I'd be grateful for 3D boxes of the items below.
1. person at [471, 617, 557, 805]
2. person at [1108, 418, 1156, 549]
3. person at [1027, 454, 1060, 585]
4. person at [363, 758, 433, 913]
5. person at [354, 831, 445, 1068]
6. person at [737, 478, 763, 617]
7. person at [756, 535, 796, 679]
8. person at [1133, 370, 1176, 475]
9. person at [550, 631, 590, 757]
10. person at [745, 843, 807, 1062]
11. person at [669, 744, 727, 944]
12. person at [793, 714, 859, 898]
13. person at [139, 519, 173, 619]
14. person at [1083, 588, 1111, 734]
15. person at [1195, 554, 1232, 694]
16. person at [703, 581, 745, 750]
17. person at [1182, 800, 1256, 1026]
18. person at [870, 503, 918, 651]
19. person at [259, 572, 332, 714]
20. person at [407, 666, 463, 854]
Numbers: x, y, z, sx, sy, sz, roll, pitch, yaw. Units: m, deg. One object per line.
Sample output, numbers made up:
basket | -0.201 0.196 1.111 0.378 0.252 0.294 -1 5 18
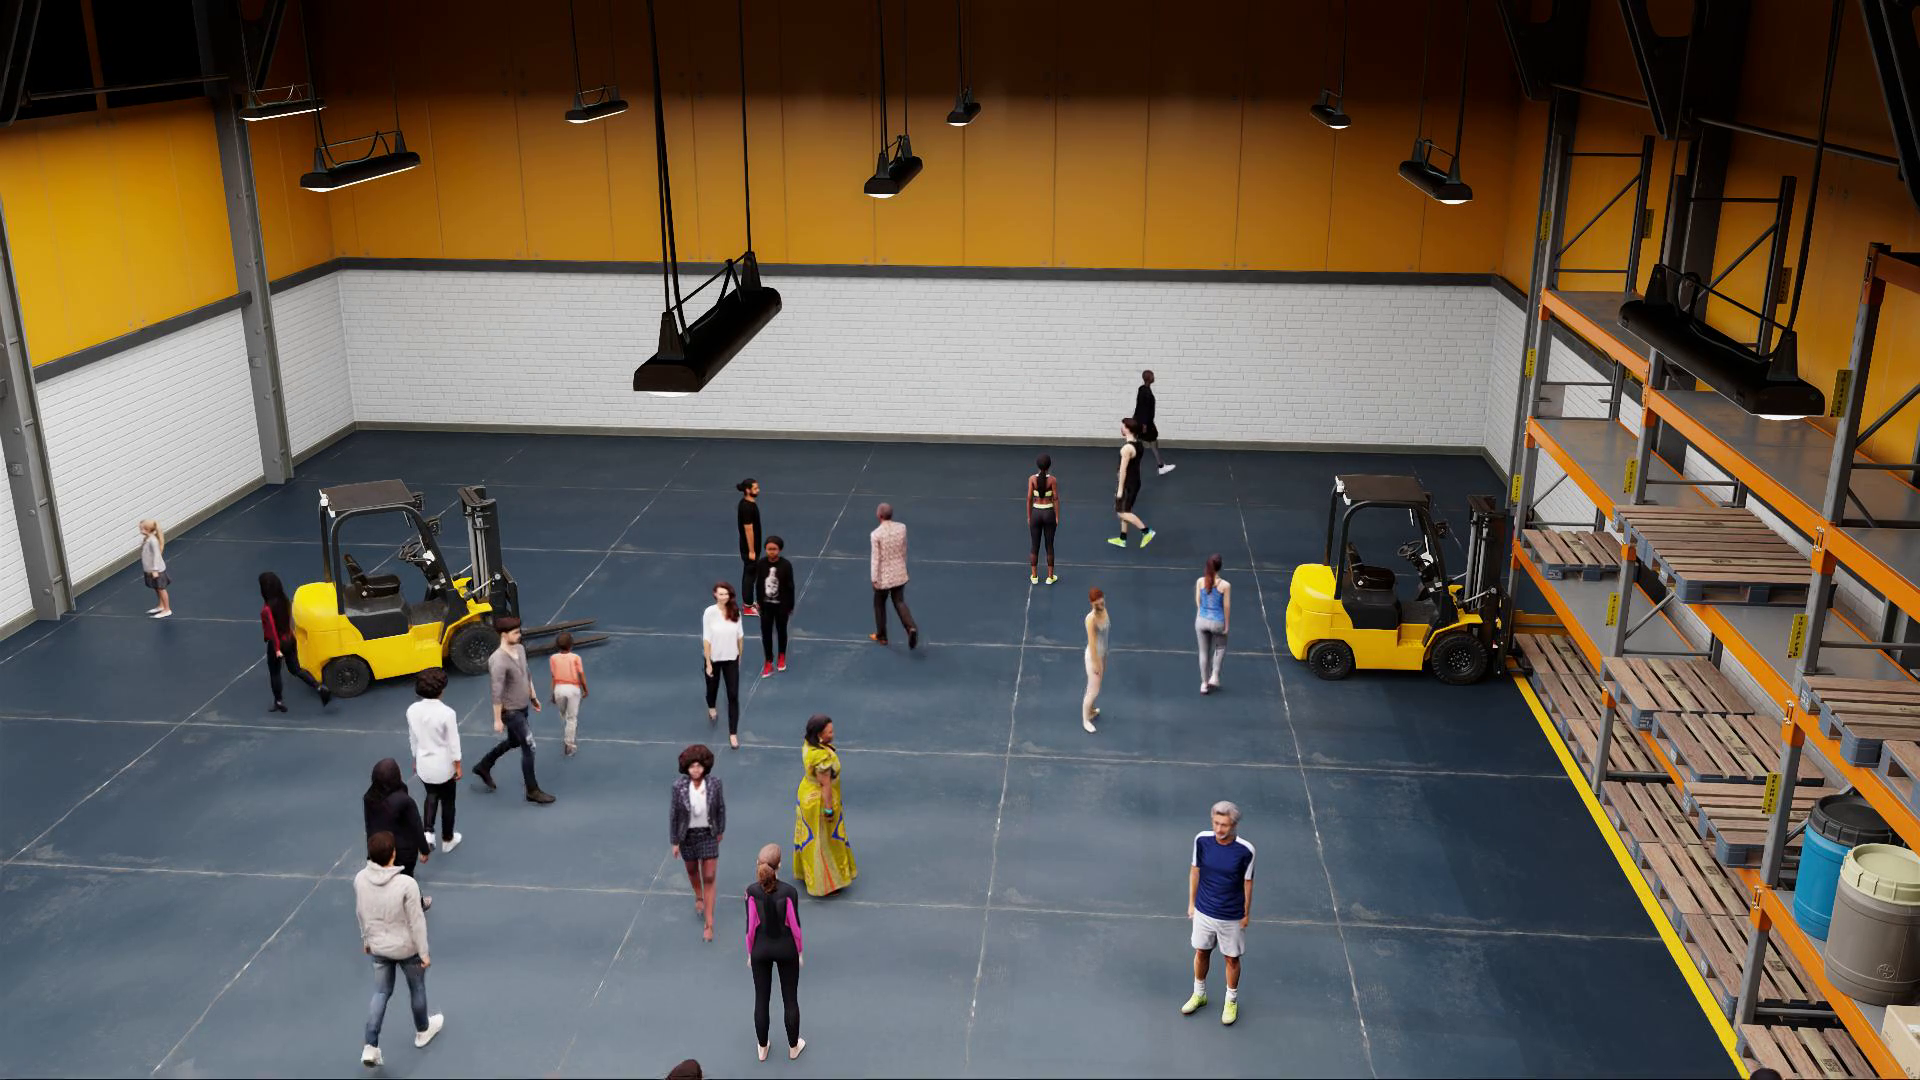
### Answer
person | -4.400 1.629 16.090 0.761 1.873 1.086 2 19 6
person | 2.415 -0.752 23.160 0.954 1.874 1.011 9 21 25
person | 1.089 -0.281 21.949 0.574 1.753 0.516 3 19 8
person | -4.677 2.602 13.664 0.808 1.577 1.167 6 19 16
person | -4.159 2.999 12.085 0.733 1.832 1.103 3 19 9
person | -2.637 0.074 20.893 0.733 1.756 0.544 -3 19 -7
person | -2.115 0.713 19.156 0.615 1.653 0.801 2 19 5
person | 2.845 -1.837 26.630 0.980 1.715 1.133 -5 19 -14
person | -4.054 1.599 17.113 0.496 1.278 0.867 1 19 3
person | -1.362 3.012 12.176 0.581 1.751 0.577 0 19 0
person | -2.205 2.473 13.924 0.769 1.656 1.107 -3 19 -8
person | -1.219 2.286 14.476 1.038 1.658 0.901 -7 20 -19
person | -10.105 0.331 20.878 0.664 1.277 0.602 -14 23 -36
person | 1.438 1.225 17.690 0.847 1.619 0.553 3 19 9
person | 2.779 0.957 18.519 0.618 1.597 0.640 7 20 19
person | -2.515 1.263 17.351 0.928 1.761 1.195 -7 20 -19
person | 1.981 2.800 12.669 0.704 1.838 0.672 8 20 23
person | -0.781 0.453 19.726 1.023 1.782 1.121 -12 22 -32
person | -7.235 1.122 17.967 0.676 1.636 0.913 3 19 7
person | -4.763 2.039 14.998 0.642 1.794 0.750 2 19 7
